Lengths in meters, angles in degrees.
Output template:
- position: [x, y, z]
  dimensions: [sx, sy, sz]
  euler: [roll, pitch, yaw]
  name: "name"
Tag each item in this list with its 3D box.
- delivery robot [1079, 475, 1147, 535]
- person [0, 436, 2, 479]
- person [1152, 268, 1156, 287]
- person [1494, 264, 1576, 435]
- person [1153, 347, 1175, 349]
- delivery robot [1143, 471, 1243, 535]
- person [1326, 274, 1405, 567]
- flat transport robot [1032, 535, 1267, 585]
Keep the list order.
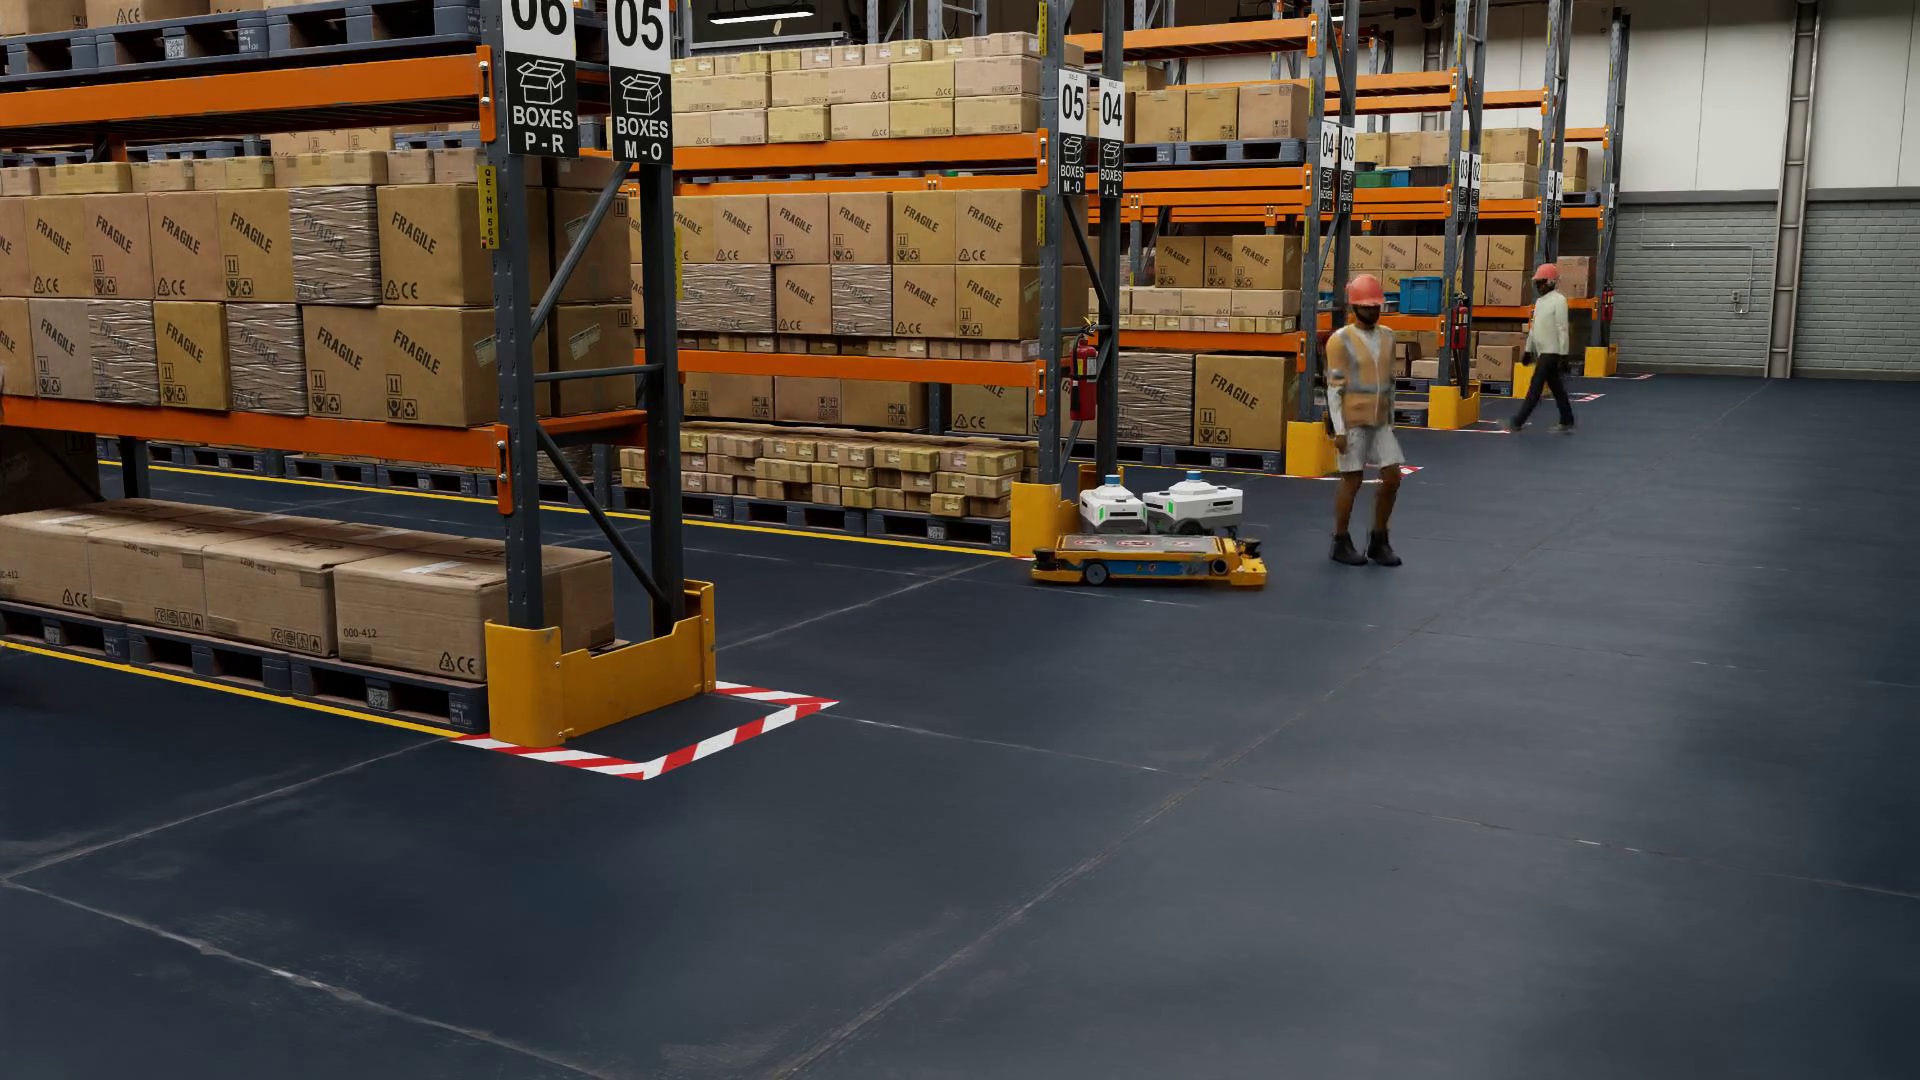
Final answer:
- position: [1.026, -0.197, 11.207]
  dimensions: [0.477, 0.478, 0.707]
  euler: [-1, 10, -7]
  name: "delivery robot"
- position: [-4.694, -0.226, 7.690]
  dimensions: [0.453, 1.909, 0.586]
  euler: [6, 11, 30]
  name: "person"
- position: [3.025, -3.343, 26.052]
  dimensions: [0.683, 1.866, 0.581]
  euler: [5, 11, 26]
  name: "person"
- position: [6.609, -2.155, 18.900]
  dimensions: [1.038, 1.933, 0.657]
  euler: [-1, 10, -3]
  name: "person"
- position: [2.919, -2.909, 23.749]
  dimensions: [0.952, 1.802, 0.632]
  euler: [5, 11, 27]
  name: "person"
- position: [1.602, -0.233, 11.420]
  dimensions: [0.707, 0.478, 0.477]
  euler: [-6, 12, -33]
  name: "delivery robot"
- position: [2.683, -0.763, 10.826]
  dimensions: [0.596, 1.904, 0.587]
  euler: [-5, 11, -26]
  name: "person"
- position: [1.187, 0.114, 10.489]
  dimensions: [1.431, 0.197, 0.652]
  euler: [1, 10, 6]
  name: "flat transport robot"
